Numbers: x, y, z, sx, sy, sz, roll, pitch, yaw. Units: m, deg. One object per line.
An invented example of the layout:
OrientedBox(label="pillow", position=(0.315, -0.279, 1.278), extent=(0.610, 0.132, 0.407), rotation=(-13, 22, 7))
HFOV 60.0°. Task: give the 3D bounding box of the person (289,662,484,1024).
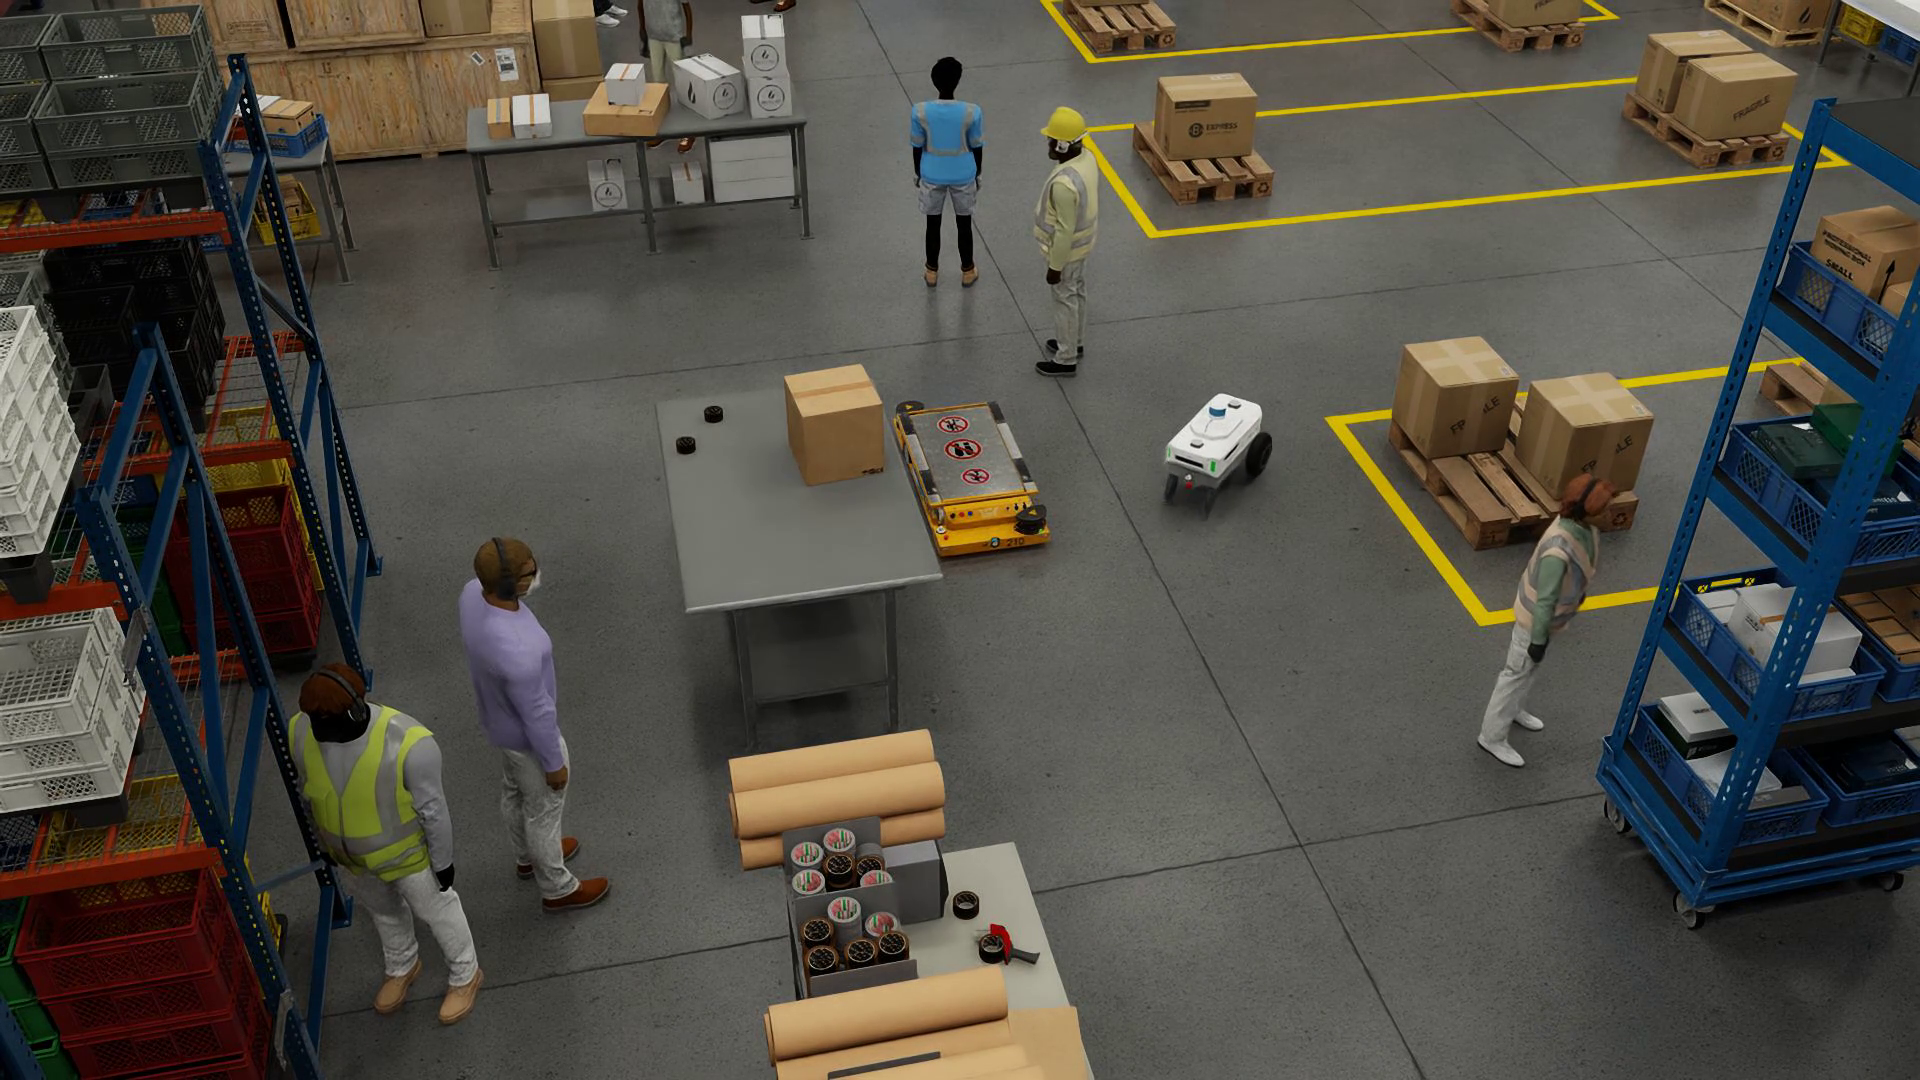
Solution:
OrientedBox(label="person", position=(-2.291, 1.213, 6.605), extent=(0.629, 1.837, 0.429), rotation=(9, 38, 12))

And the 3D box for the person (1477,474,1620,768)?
OrientedBox(label="person", position=(2.796, 0.362, 7.916), extent=(0.329, 1.629, 0.521), rotation=(22, 42, 27))

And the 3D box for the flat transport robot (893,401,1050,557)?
OrientedBox(label="flat transport robot", position=(0.046, -0.430, 10.108), extent=(0.652, 0.197, 1.431), rotation=(-8, 37, -10))

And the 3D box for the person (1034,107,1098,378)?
OrientedBox(label="person", position=(0.679, -1.930, 10.824), extent=(0.403, 1.831, 0.595), rotation=(11, 38, 15))

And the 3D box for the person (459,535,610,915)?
OrientedBox(label="person", position=(-1.847, 0.792, 7.081), extent=(0.353, 1.936, 0.635), rotation=(-22, 42, -27))

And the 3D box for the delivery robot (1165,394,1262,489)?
OrientedBox(label="delivery robot", position=(1.536, -0.612, 10.041), extent=(0.477, 0.478, 0.707), rotation=(21, 42, 26))

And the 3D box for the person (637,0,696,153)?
OrientedBox(label="person", position=(-2.435, -4.132, 13.761), extent=(0.521, 1.864, 0.336), rotation=(14, 39, 19))

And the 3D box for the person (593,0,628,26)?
OrientedBox(label="person", position=(-3.583, -6.030, 16.276), extent=(0.393, 1.910, 0.581), rotation=(6, 37, 8))

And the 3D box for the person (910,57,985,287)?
OrientedBox(label="person", position=(-0.086, -2.597, 11.833), extent=(0.533, 1.697, 0.318), rotation=(3, 37, 4))

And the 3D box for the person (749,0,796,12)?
OrientedBox(label="person", position=(-1.903, -6.295, 16.628), extent=(0.642, 1.913, 0.408), rotation=(30, 46, 34))
